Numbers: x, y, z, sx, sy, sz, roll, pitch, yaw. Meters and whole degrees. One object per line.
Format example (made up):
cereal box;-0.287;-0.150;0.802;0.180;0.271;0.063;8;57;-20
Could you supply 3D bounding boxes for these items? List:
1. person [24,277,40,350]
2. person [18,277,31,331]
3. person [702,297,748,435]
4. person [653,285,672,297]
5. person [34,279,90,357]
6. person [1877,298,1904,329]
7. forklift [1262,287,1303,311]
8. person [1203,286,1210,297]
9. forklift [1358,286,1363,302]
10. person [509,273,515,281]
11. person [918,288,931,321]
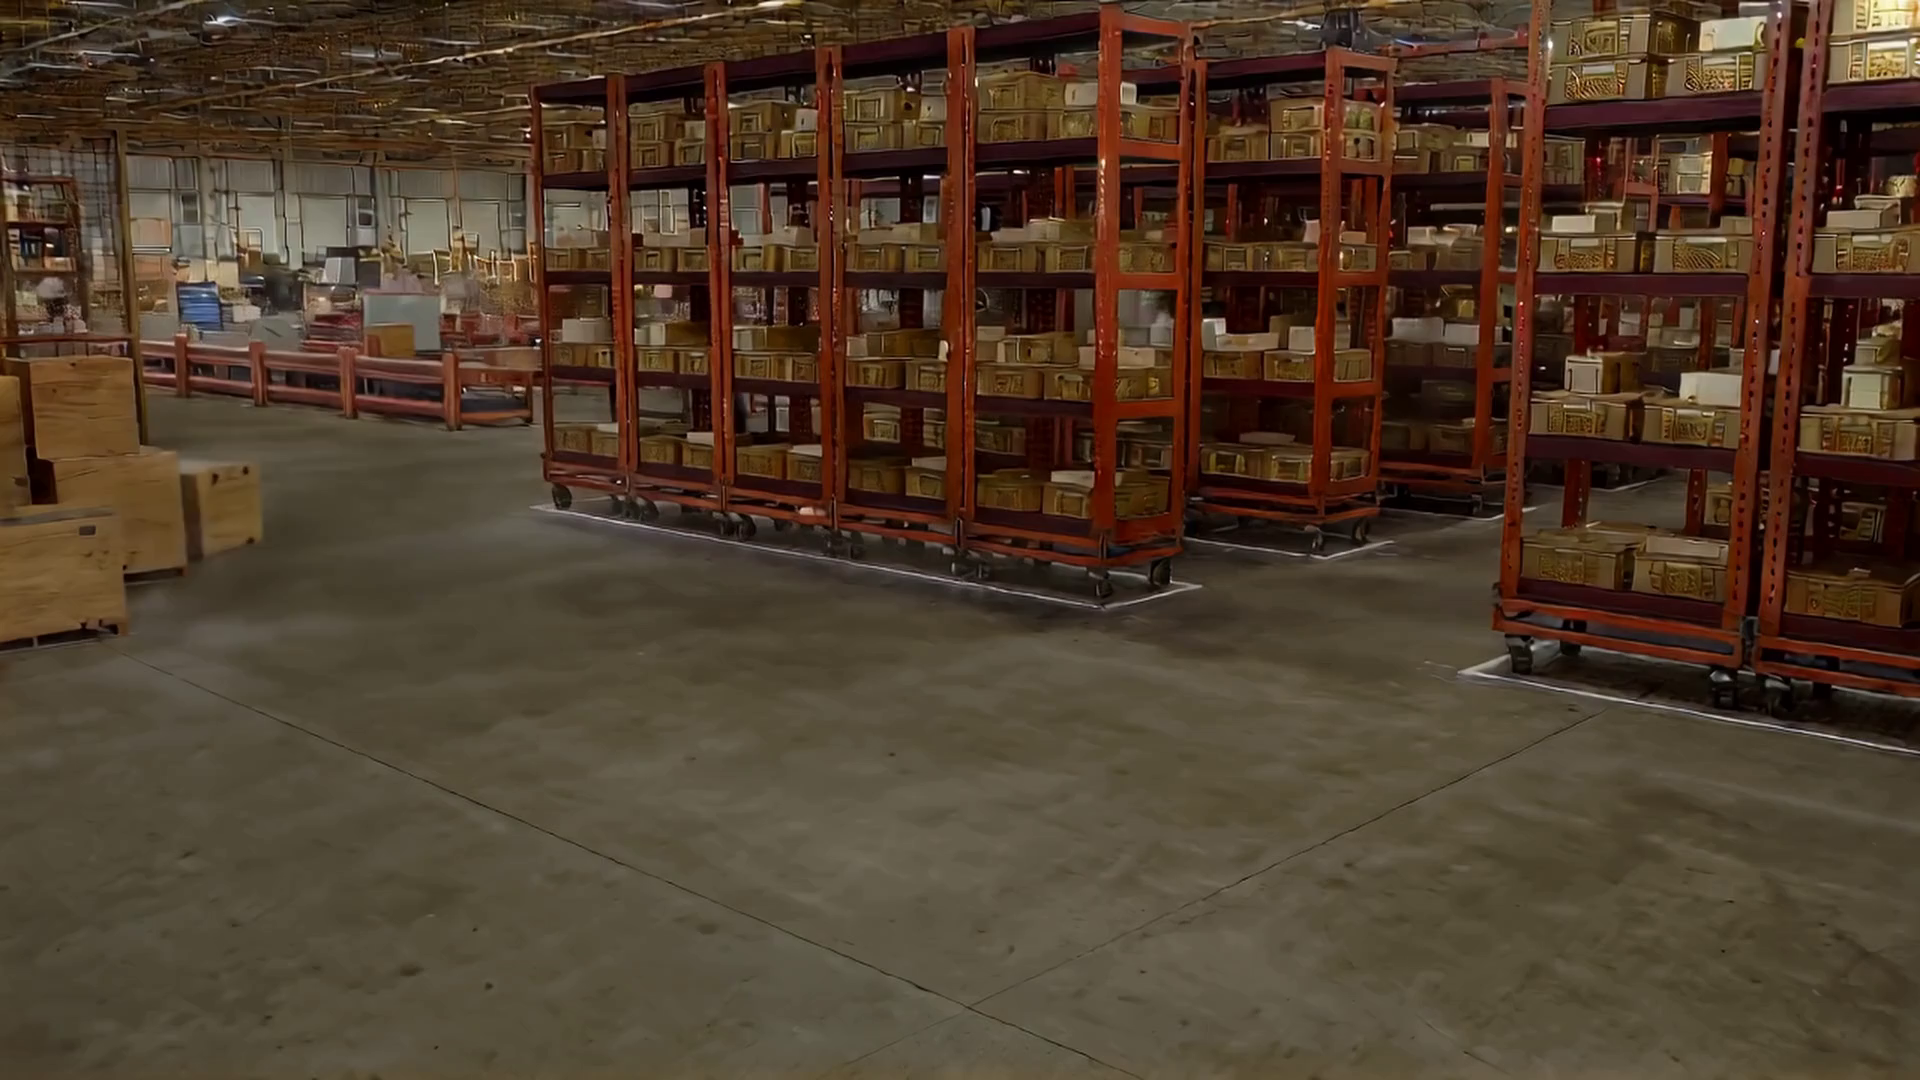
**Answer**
person;-21.412;-5.142;38.565;0.550;1.889;1.002;-5;11;-29
person;-25.182;-6.255;45.156;0.990;1.957;0.608;-6;11;-32
person;-2.334;-1.540;16.606;0.589;1.818;0.712;8;12;42
person;-9.094;-7.143;50.911;0.662;1.859;1.004;-8;12;-39
person;-7.814;-1.277;14.494;0.394;1.989;0.616;2;9;10
person;9.855;-1.725;17.721;0.404;1.830;0.602;1;9;9
forklift;10.769;-8.203;54.240;1.129;2.768;1.873;8;12;42
person;8.412;-7.983;56.335;0.418;1.743;0.607;-4;10;-22
forklift;11.100;-7.017;46.970;1.873;2.768;1.129;9;13;43
person;-20.109;-10.961;74.176;0.956;1.903;0.559;-4;10;-23
person;-0.948;-5.637;41.776;0.403;1.818;0.596;-3;10;-16
